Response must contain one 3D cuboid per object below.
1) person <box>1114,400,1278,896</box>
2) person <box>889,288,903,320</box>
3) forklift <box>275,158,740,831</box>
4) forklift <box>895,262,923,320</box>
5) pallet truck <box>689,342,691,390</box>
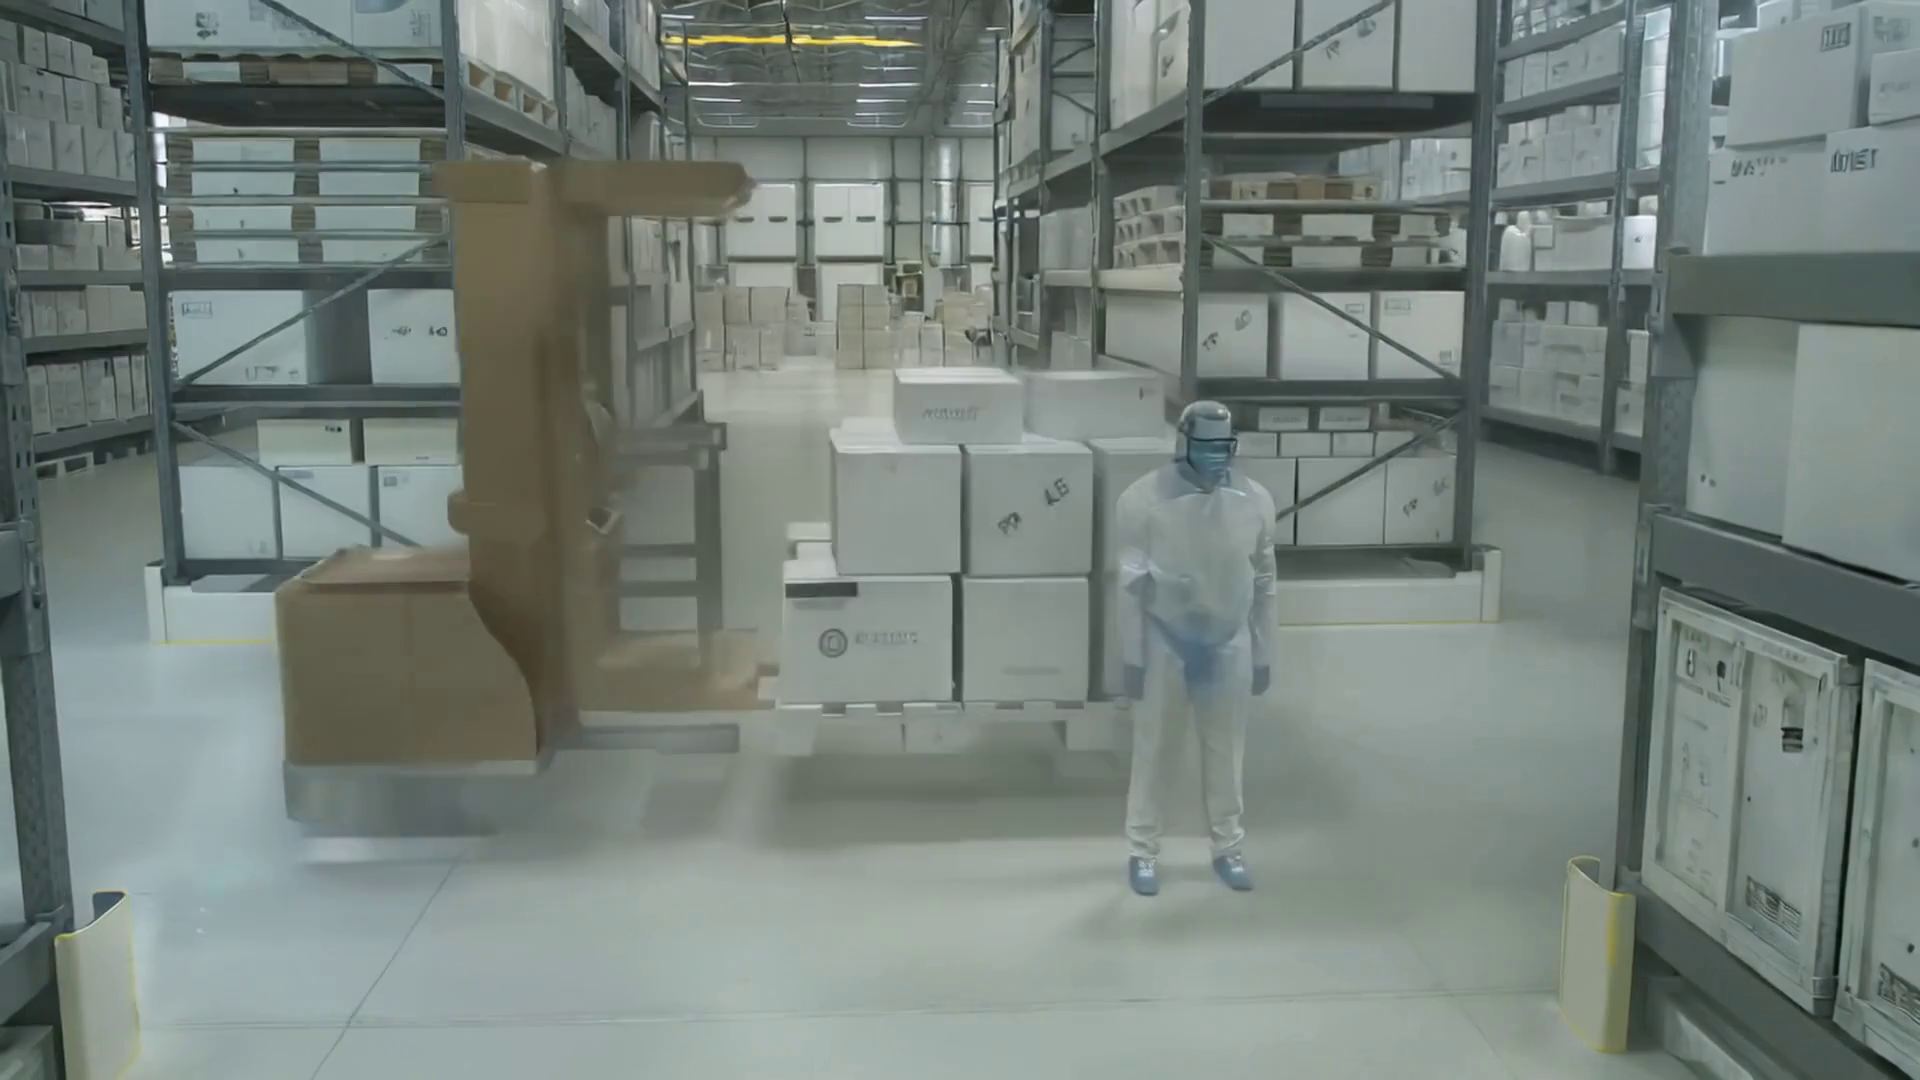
[{"bbox_3d":[0.903,0.418,6.314,0.635,1.900,0.397,-1,9,-9],"label":"person"},{"bbox_3d":[-2.269,-7.792,57.762,0.636,1.927,0.386,3,9,17],"label":"person"},{"bbox_3d":[-1.962,-0.240,7.336,1.873,2.768,1.129,-1,9,-5],"label":"forklift"},{"bbox_3d":[-1.901,-8.824,61.238,1.129,2.768,1.873,-1,9,-4],"label":"forklift"},{"bbox_3d":[-5.225,-3.008,27.480,1.885,1.965,0.823,2,9,14],"label":"pallet truck"}]
